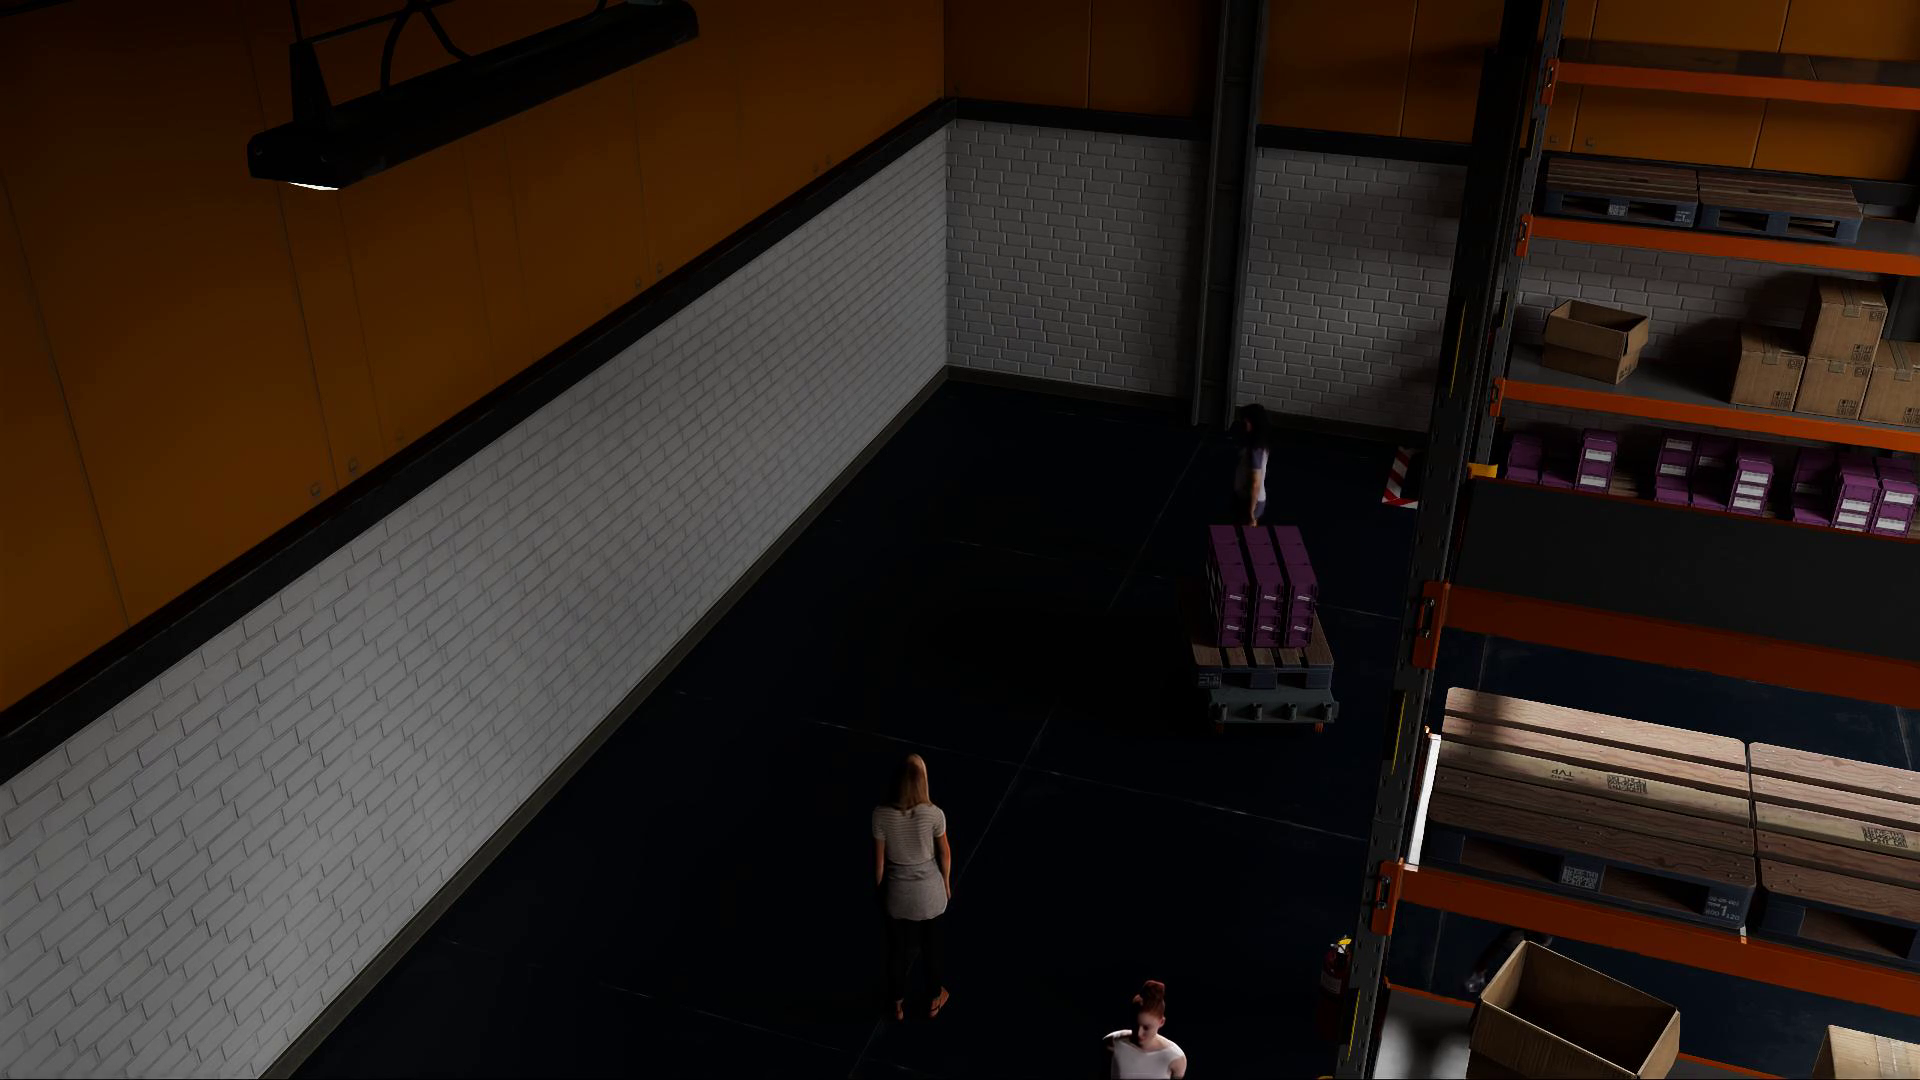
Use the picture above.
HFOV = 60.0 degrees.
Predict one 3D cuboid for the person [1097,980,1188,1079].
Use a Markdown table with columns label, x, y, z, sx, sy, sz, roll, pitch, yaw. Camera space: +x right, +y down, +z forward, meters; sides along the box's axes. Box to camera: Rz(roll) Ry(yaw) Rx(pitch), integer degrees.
| label | x | y | z | sx | sy | sz | roll | pitch | yaw |
| --- | --- | --- | --- | --- | --- | --- | --- | --- | --- |
| person | 0.839 | 2.804 | 7.912 | 0.412 | 1.791 | 0.633 | 9 | 30 | 17 |

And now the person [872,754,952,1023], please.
| label | x | y | z | sx | sy | sz | roll | pitch | yaw |
| --- | --- | --- | --- | --- | --- | --- | --- | --- | --- |
| person | -0.270 | 1.978 | 9.387 | 0.588 | 1.827 | 0.726 | -1 | 29 | -1 |
